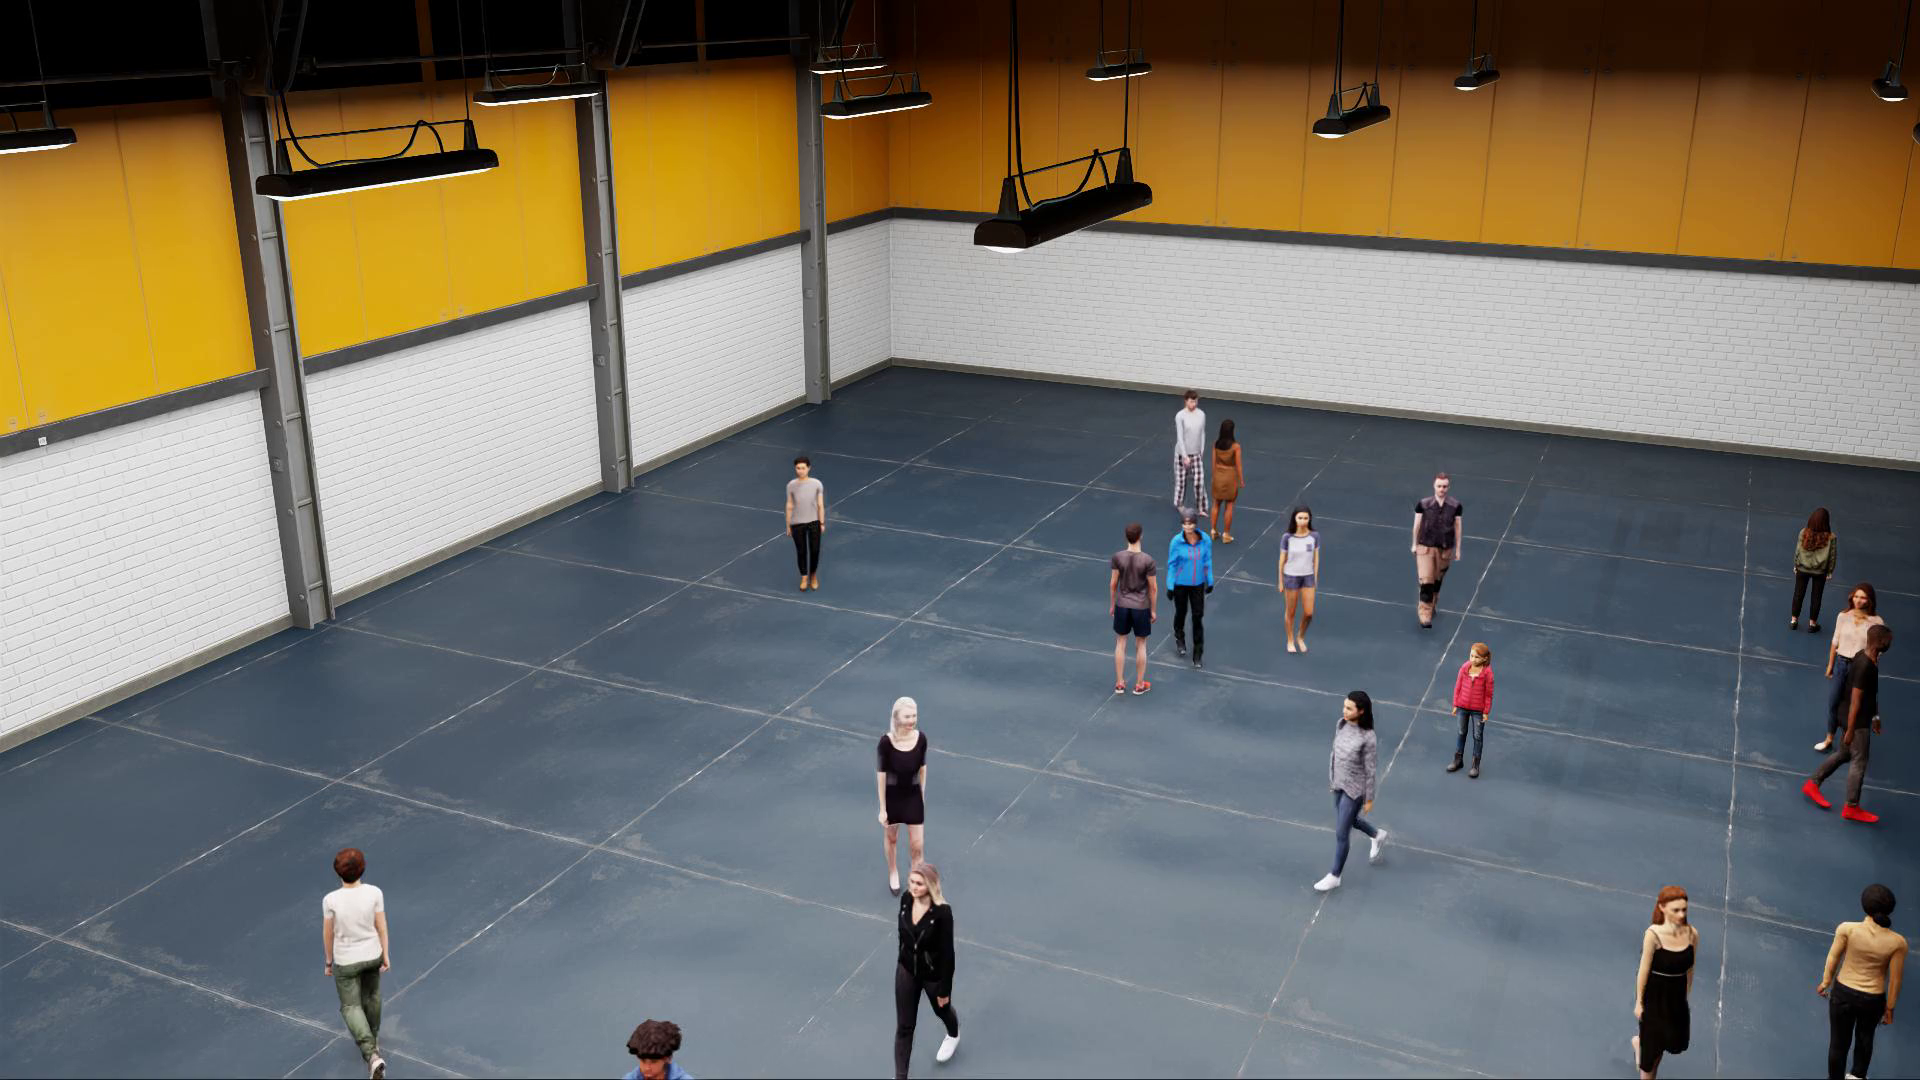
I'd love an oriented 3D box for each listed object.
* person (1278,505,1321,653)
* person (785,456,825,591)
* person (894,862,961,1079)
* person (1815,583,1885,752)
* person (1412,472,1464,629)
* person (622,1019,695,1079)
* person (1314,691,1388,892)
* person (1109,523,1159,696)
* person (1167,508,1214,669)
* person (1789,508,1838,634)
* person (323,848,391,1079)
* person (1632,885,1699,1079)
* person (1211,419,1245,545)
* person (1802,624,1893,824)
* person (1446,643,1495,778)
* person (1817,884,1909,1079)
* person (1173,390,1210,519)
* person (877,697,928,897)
[{"bbox_3d":[3.756,0.417,18.521,0.711,1.720,0.740,0,19,-1],"label":"person"},{"bbox_3d":[-1.888,-0.229,20.456,0.719,1.709,0.737,0,19,0],"label":"person"},{"bbox_3d":[-0.176,2.915,11.233,0.672,1.637,1.145,10,21,28],"label":"person"},{"bbox_3d":[8.575,1.240,15.974,0.660,1.785,0.663,-17,25,-41],"label":"person"},{"bbox_3d":[5.544,0.084,19.398,0.933,1.792,1.265,2,19,7],"label":"person"},{"bbox_3d":[-1.614,3.467,9.385,0.970,1.770,1.234,1,19,3],"label":"person"},{"bbox_3d":[3.296,2.034,13.737,1.167,1.710,1.023,-10,21,-28],"label":"person"},{"bbox_3d":[1.802,0.718,17.420,0.680,1.852,0.573,6,19,17],"label":"person"},{"bbox_3d":[2.492,0.479,18.277,1.002,1.758,1.186,-1,19,-4],"label":"person"},{"bbox_3d":[9.815,0.337,19.141,0.610,1.476,0.561,12,22,33],"label":"person"},{"bbox_3d":[-4.077,2.899,11.286,1.050,1.635,0.989,-11,22,-30],"label":"person"},{"bbox_3d":[4.613,3.001,11.024,0.802,1.608,0.909,-3,19,-8],"label":"person"},{"bbox_3d":[3.529,-0.775,22.117,0.623,1.684,0.603,15,24,37],"label":"person"},{"bbox_3d":[7.964,1.597,14.942,0.827,1.769,0.855,14,23,36],"label":"person"},{"bbox_3d":[4.838,1.581,15.695,0.542,1.318,0.543,12,22,33],"label":"person"},{"bbox_3d":[5.874,3.036,10.862,0.601,1.644,0.603,7,20,21],"label":"person"},{"bbox_3d":[3.150,-1.230,23.269,1.065,1.811,1.161,-6,19,-17],"label":"person"},{"bbox_3d":[-0.504,2.086,13.442,1.004,1.798,1.096,-5,19,-14],"label":"person"}]
